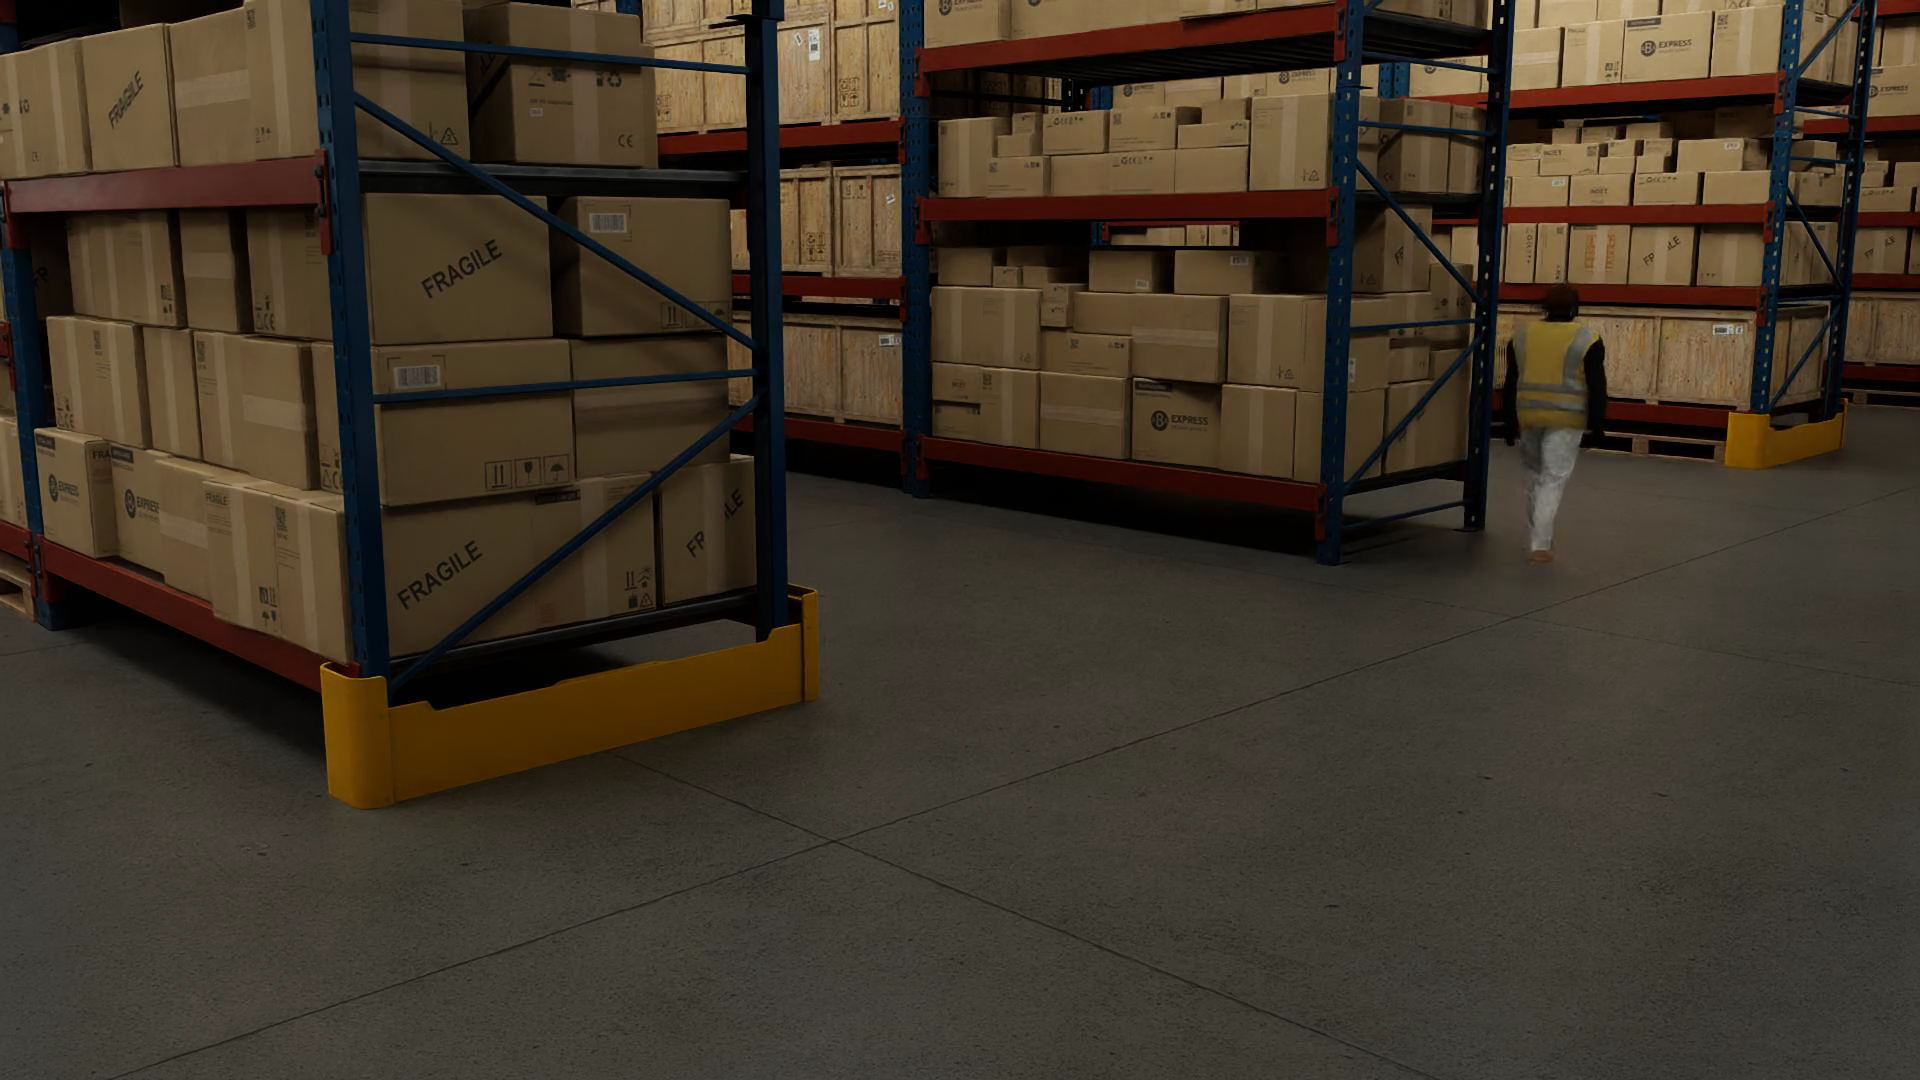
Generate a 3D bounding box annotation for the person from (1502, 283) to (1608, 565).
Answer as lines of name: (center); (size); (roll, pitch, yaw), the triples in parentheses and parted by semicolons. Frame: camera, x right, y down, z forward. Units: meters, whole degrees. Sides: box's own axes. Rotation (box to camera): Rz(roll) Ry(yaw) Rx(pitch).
person: (3.945, -0.771, 10.966); (0.627, 1.810, 0.853); (10, 14, 43)
